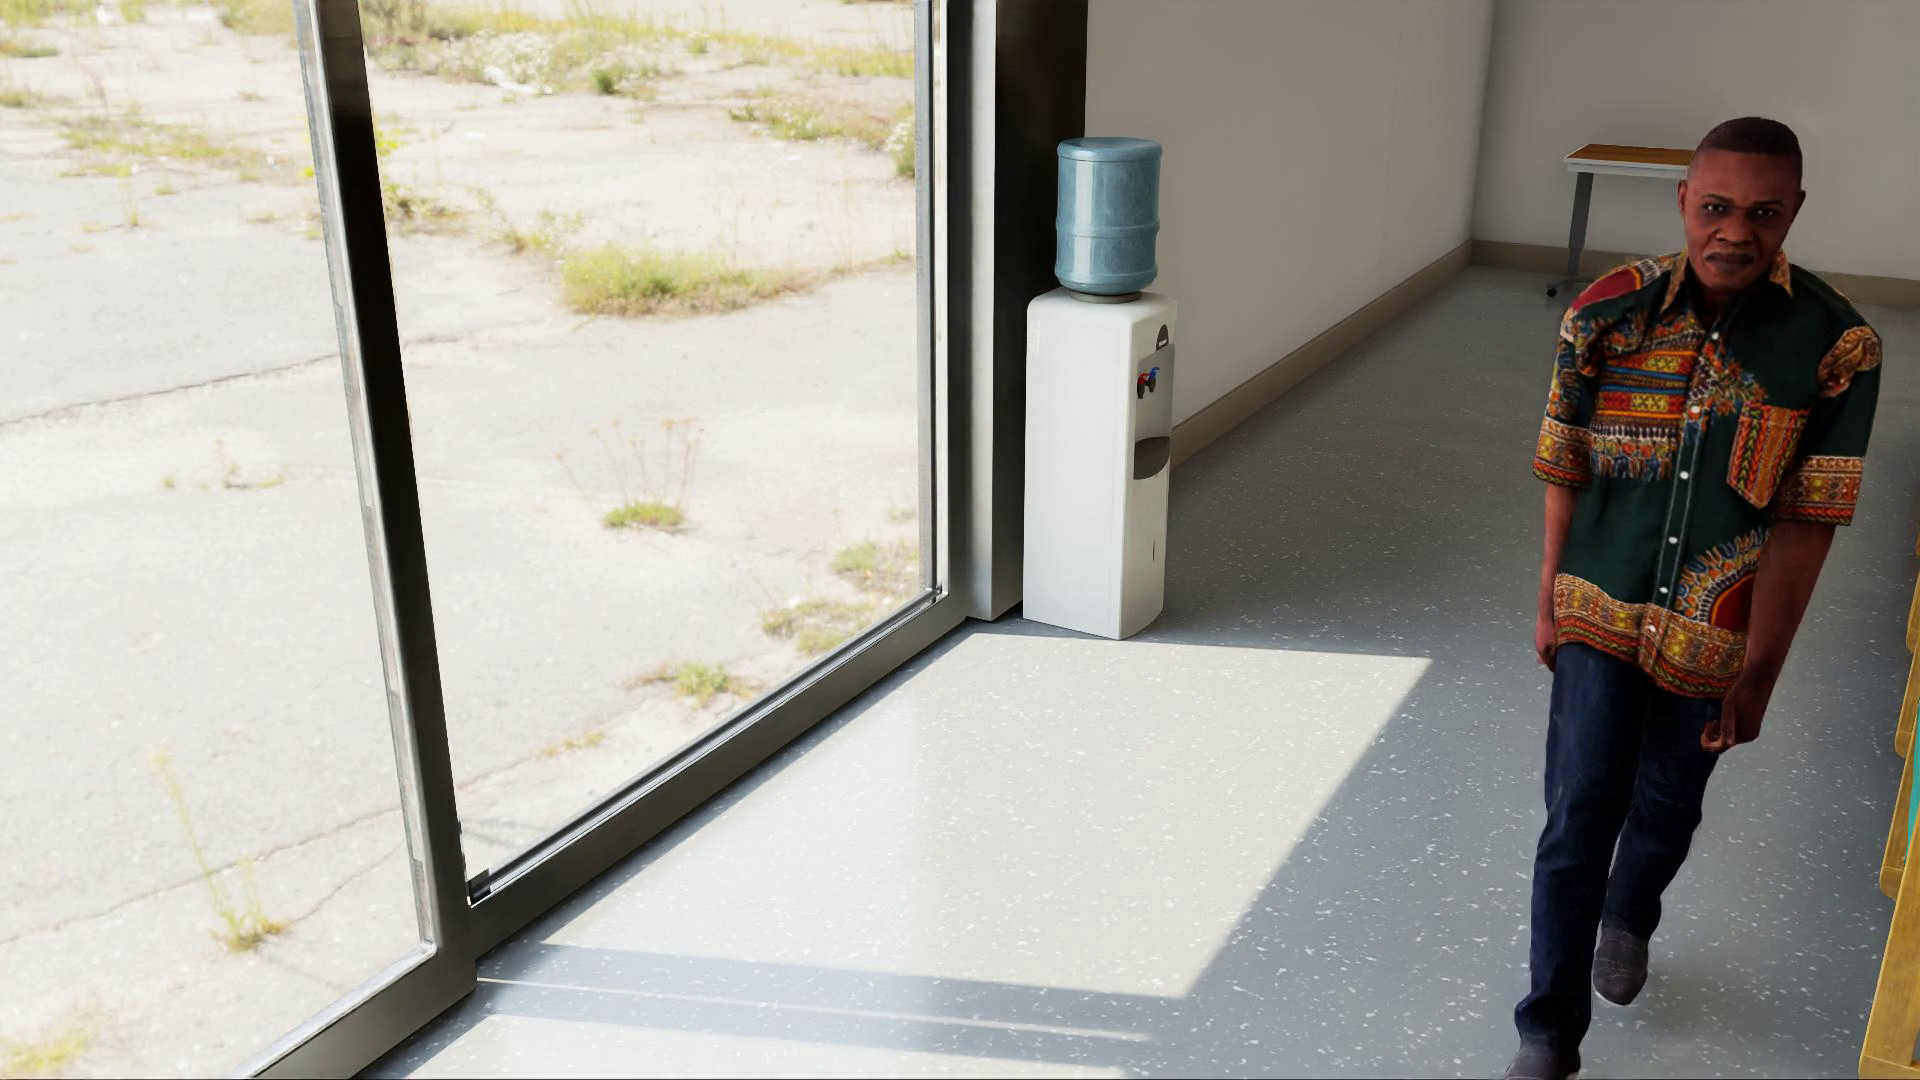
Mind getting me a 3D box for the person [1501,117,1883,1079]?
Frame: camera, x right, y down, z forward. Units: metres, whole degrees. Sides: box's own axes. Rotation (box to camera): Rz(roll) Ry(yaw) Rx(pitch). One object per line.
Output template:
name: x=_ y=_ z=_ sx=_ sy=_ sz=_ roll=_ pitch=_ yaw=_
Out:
person: x=1.331 y=0.123 z=3.121 sx=1.036 sy=1.764 sz=0.799 roll=10 pitch=23 yaw=24
